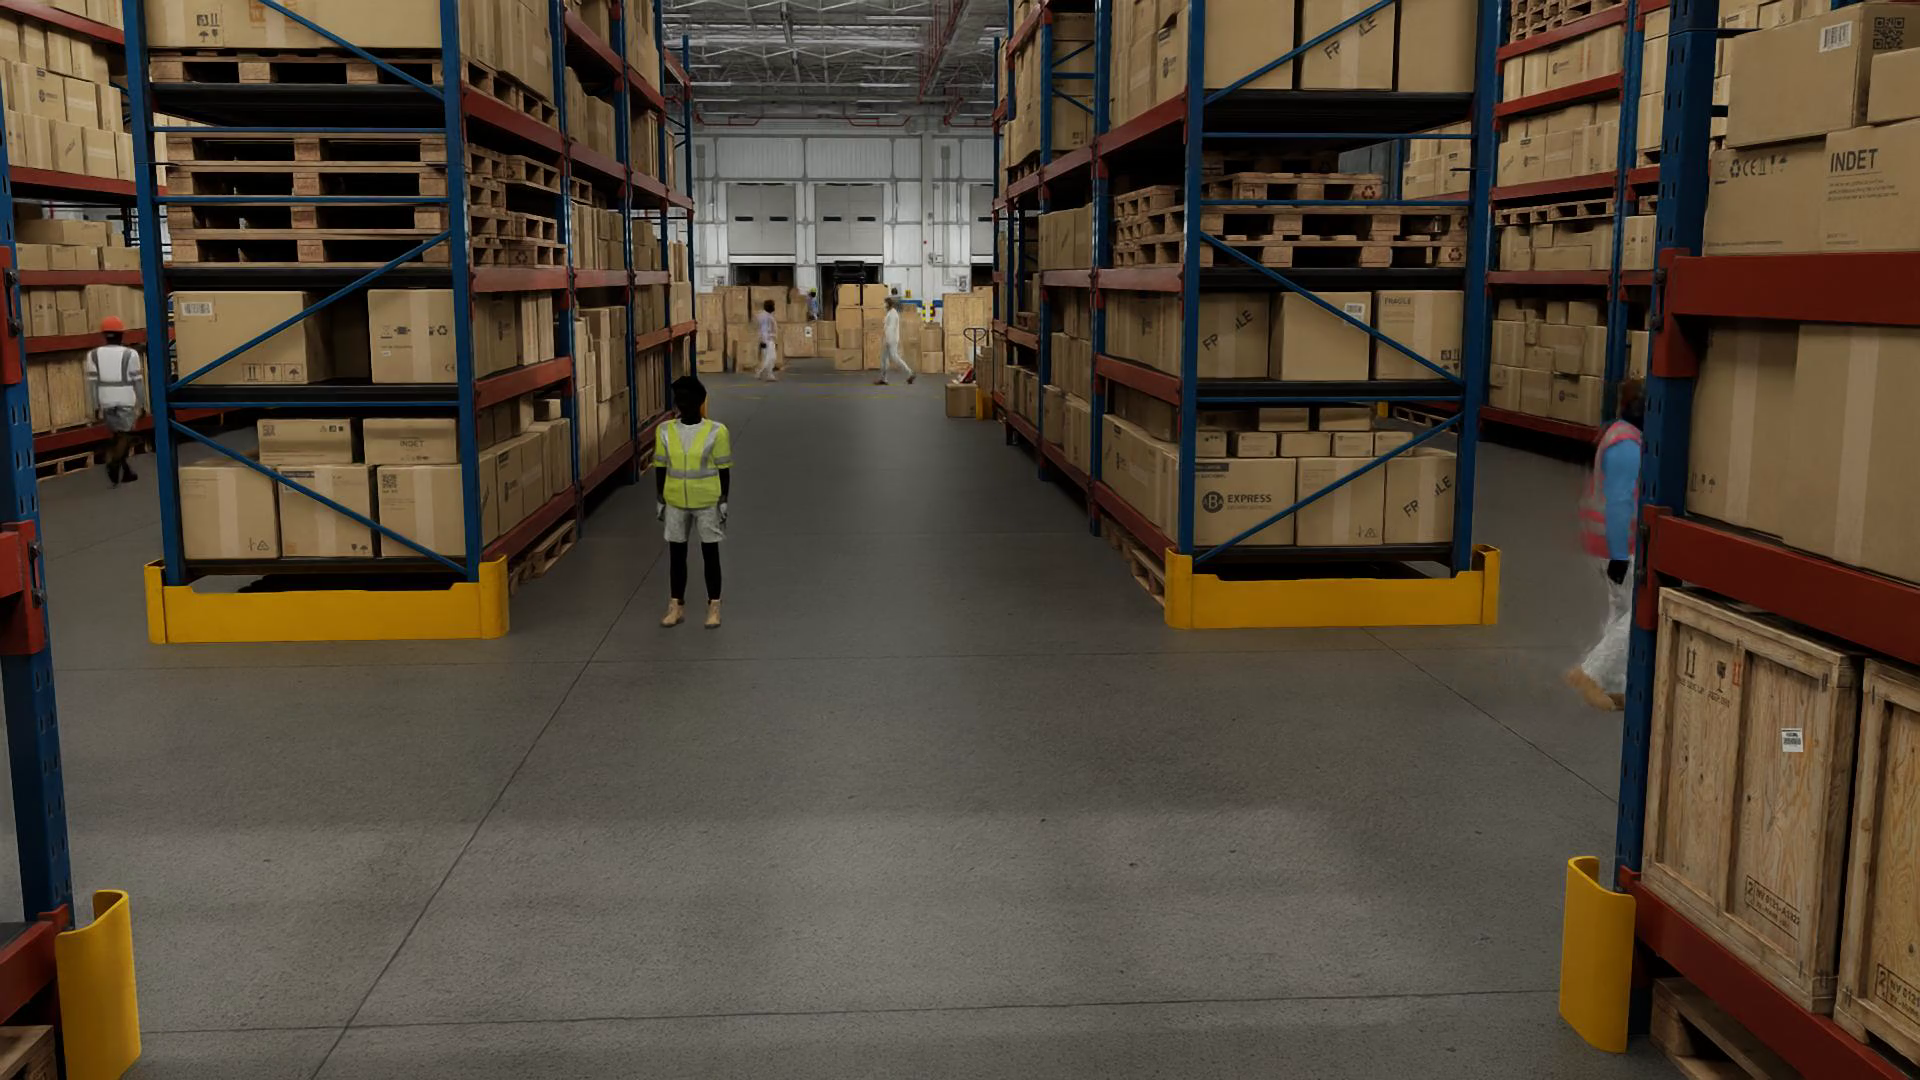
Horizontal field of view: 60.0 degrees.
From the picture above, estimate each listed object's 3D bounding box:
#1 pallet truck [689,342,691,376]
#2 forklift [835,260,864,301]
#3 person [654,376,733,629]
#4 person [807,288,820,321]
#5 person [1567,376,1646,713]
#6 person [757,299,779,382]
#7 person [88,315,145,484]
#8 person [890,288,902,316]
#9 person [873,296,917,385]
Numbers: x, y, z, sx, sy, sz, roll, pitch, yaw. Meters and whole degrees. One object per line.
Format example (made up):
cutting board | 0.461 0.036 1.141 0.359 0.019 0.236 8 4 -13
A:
pallet truck | -5.225 -3.008 27.480 1.885 1.965 0.823 2 9 14
forklift | -3.478 -7.434 52.512 1.129 2.768 1.873 -1 9 -4
person | -1.779 -0.248 11.089 0.537 1.696 0.321 1 9 9
person | -5.576 -8.558 62.710 0.986 1.880 0.603 1 9 8
person | 3.564 0.045 8.848 0.439 1.827 0.645 4 10 25
person | -4.217 -4.401 36.778 0.438 1.830 0.627 1 9 7
person | -9.474 -1.560 18.671 0.549 1.913 0.792 -1 9 -6
person | -2.303 -7.827 57.969 0.636 1.930 0.371 4 10 22
person | -1.390 -4.254 35.588 0.868 1.920 0.632 -2 9 -10
